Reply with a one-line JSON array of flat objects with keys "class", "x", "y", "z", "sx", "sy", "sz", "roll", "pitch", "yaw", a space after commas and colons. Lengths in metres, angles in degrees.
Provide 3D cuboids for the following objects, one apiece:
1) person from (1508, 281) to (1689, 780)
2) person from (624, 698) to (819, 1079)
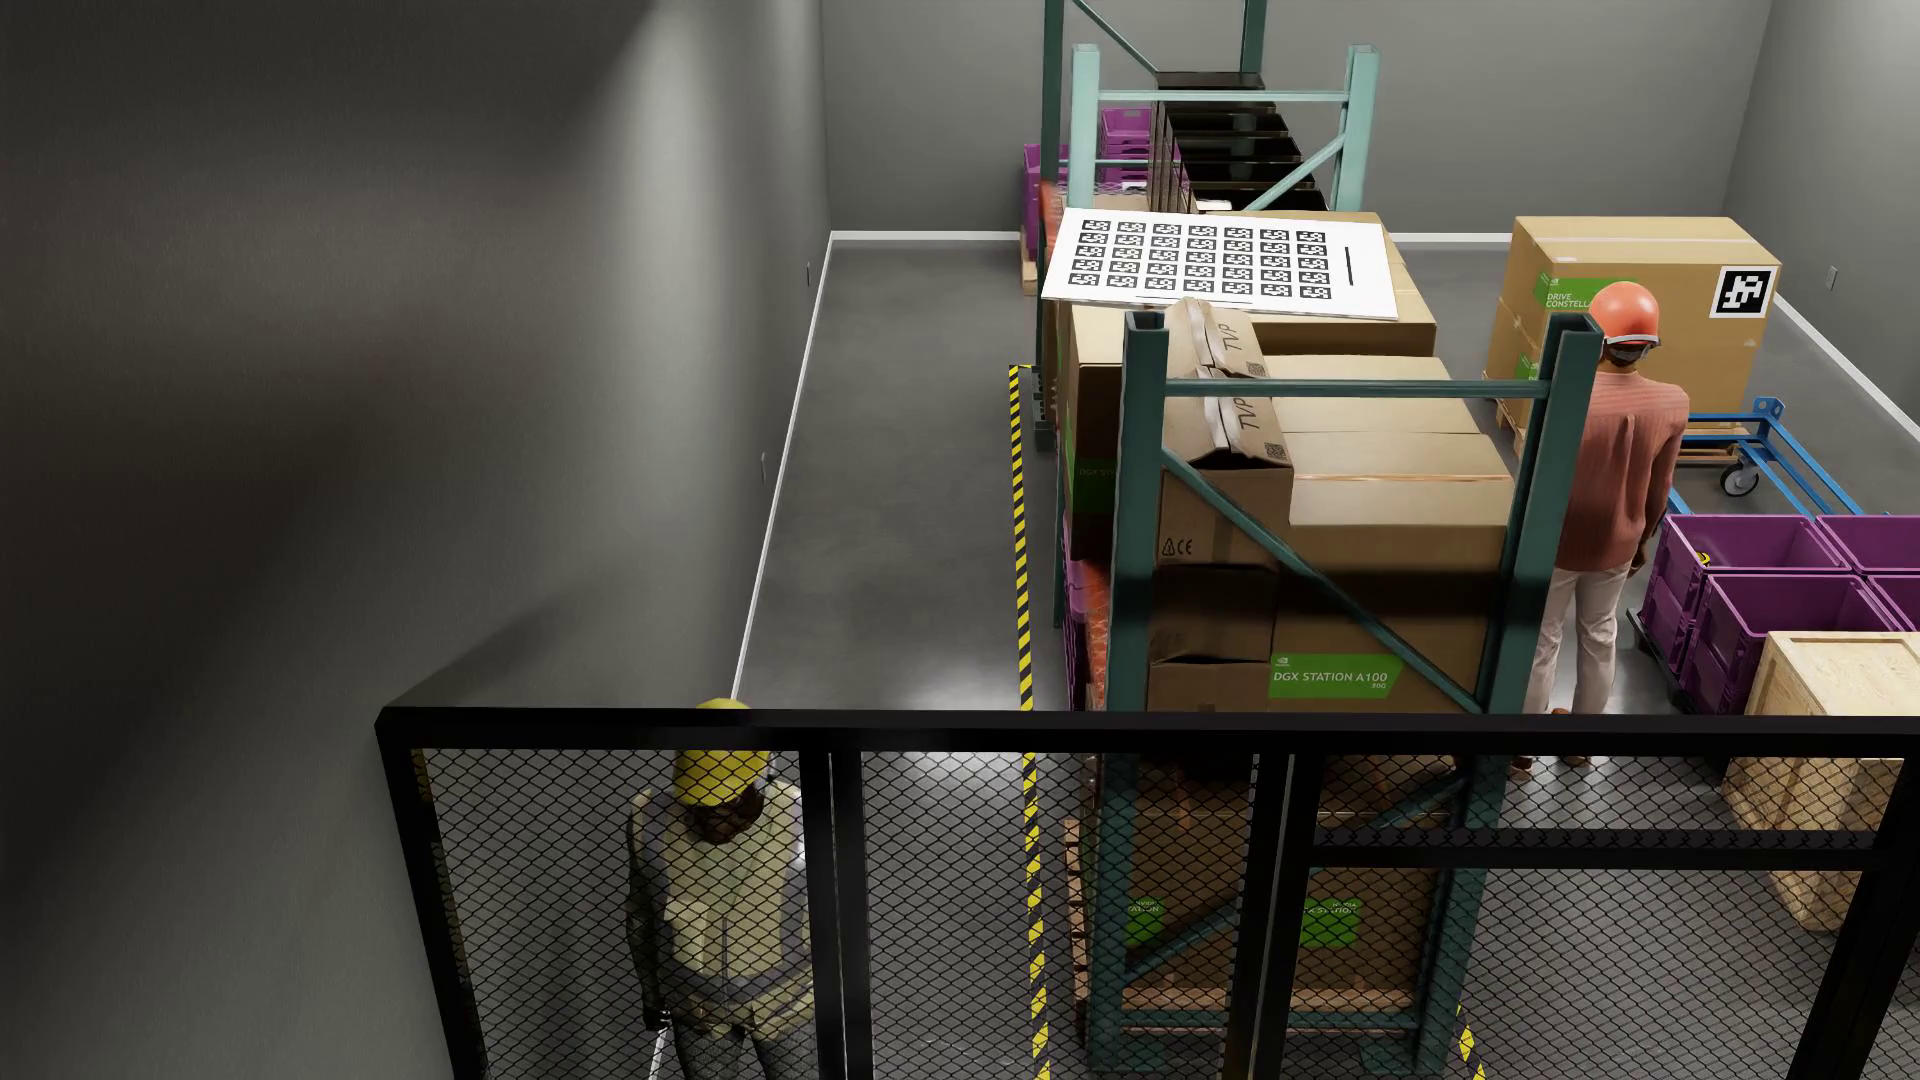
[{"class": "person", "x": 2.291, "y": -0.007, "z": 6.172, "sx": 0.622, "sy": 1.992, "sz": 0.397, "roll": -7, "pitch": 32, "yaw": -12}, {"class": "person", "x": -0.571, "y": 1.173, "z": 4.367, "sx": 0.590, "sy": 1.833, "sz": 0.403, "roll": 1, "pitch": 31, "yaw": 2}]
